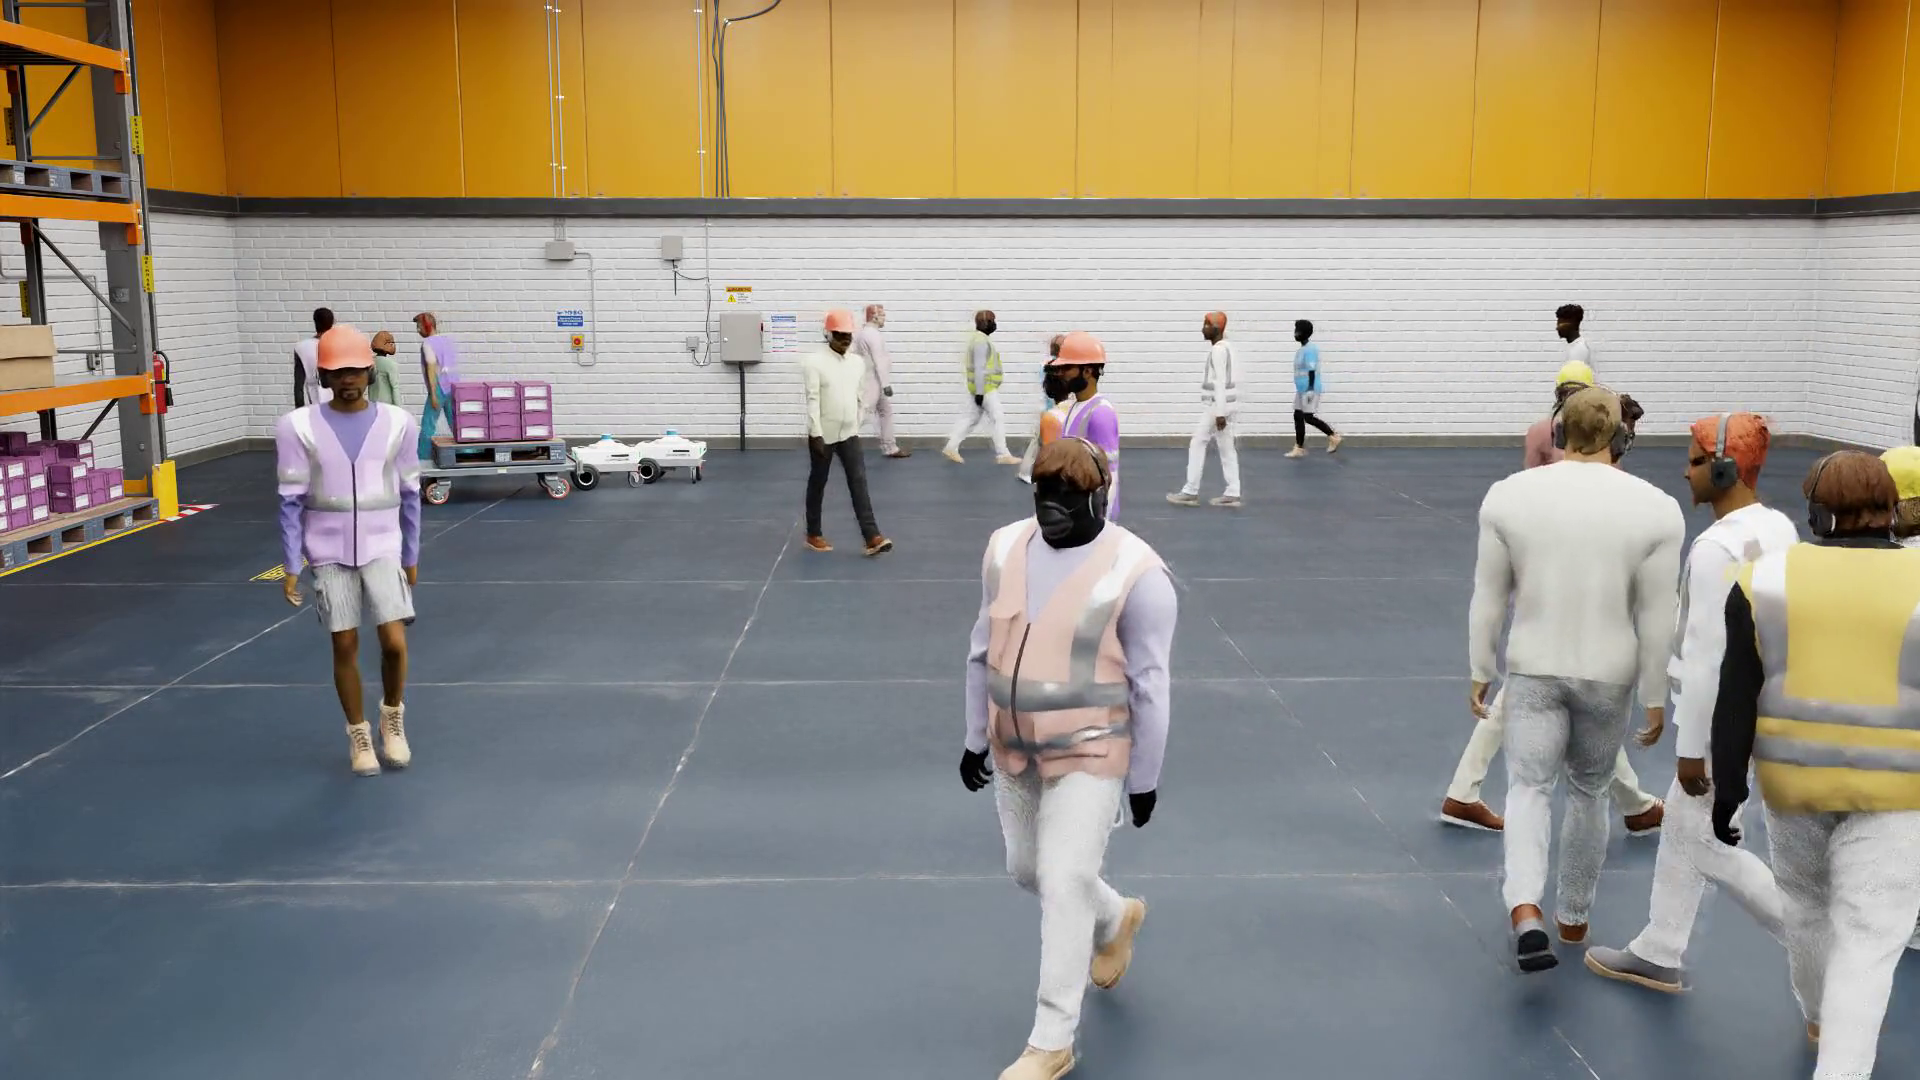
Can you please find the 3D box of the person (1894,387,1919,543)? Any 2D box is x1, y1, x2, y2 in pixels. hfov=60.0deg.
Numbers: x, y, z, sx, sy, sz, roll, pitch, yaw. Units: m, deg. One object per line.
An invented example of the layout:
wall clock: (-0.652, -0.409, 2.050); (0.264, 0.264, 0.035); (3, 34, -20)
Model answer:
person: (7.176, -0.695, 11.976); (0.538, 2.000, 0.705); (7, 12, 38)

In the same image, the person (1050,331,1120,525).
person: (0.658, -0.139, 8.875); (0.375, 1.939, 0.546); (-2, 9, -12)

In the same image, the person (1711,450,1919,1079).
person: (2.421, 0.654, 4.486); (0.659, 1.779, 0.962); (7, 12, 38)

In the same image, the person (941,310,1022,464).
person: (0.228, -1.771, 19.299); (0.910, 1.808, 0.632); (-1, 9, -4)

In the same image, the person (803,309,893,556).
person: (-0.935, -0.833, 13.091); (0.612, 1.940, 1.020); (-7, 11, -36)

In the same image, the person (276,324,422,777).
person: (-2.685, 0.063, 7.378); (0.617, 2.025, 0.456); (-4, 10, -23)

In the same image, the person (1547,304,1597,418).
person: (5.731, -1.258, 15.752); (0.778, 1.933, 0.637); (2, 9, 13)

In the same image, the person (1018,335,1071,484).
person: (0.975, -1.351, 17.376); (0.873, 1.592, 0.532); (6, 11, 35)

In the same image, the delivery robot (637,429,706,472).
delivery robot: (-3.066, -0.936, 17.707); (0.707, 0.478, 0.477); (0, 9, -1)

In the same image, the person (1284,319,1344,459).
person: (4.221, -1.795, 19.805); (0.605, 1.678, 0.546); (-1, 9, -8)

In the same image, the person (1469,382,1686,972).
person: (1.944, 0.457, 5.334); (0.649, 1.910, 0.740); (4, 10, 23)

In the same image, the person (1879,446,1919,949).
person: (3.183, 0.548, 5.373); (0.544, 1.694, 0.533); (-4, 10, -24)

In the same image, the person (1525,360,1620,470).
person: (3.459, -0.143, 9.458); (0.543, 1.750, 0.521); (6, 11, 32)

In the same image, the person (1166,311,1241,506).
person: (2.329, -1.239, 15.867); (0.824, 1.852, 0.616); (3, 10, 17)

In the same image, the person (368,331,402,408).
person: (-5.999, -1.364, 17.350); (0.493, 1.624, 0.280); (6, 11, 32)

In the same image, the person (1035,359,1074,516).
person: (0.740, -0.362, 11.014); (0.646, 1.680, 0.539); (6, 11, 35)

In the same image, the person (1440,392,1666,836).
person: (2.430, 0.306, 6.593); (1.009, 1.793, 0.582); (1, 9, 5)

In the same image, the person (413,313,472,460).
person: (-5.778, -1.603, 18.306); (0.933, 1.782, 0.569); (2, 9, 11)

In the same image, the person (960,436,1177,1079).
person: (0.339, 0.591, 4.791); (0.631, 1.815, 0.793); (8, 12, 41)

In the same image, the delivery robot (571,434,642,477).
delivery robot: (-3.658, -0.860, 17.244); (0.707, 0.478, 0.477); (-3, 10, -15)

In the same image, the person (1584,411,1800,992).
person: (2.350, 0.543, 4.959); (0.829, 1.858, 0.588); (9, 13, 43)

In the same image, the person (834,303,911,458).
person: (-1.090, -1.878, 19.772); (0.967, 1.871, 0.633); (-2, 9, -11)

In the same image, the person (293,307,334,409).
person: (-6.196, -1.319, 16.326); (0.629, 1.869, 0.592); (-6, 11, -33)
